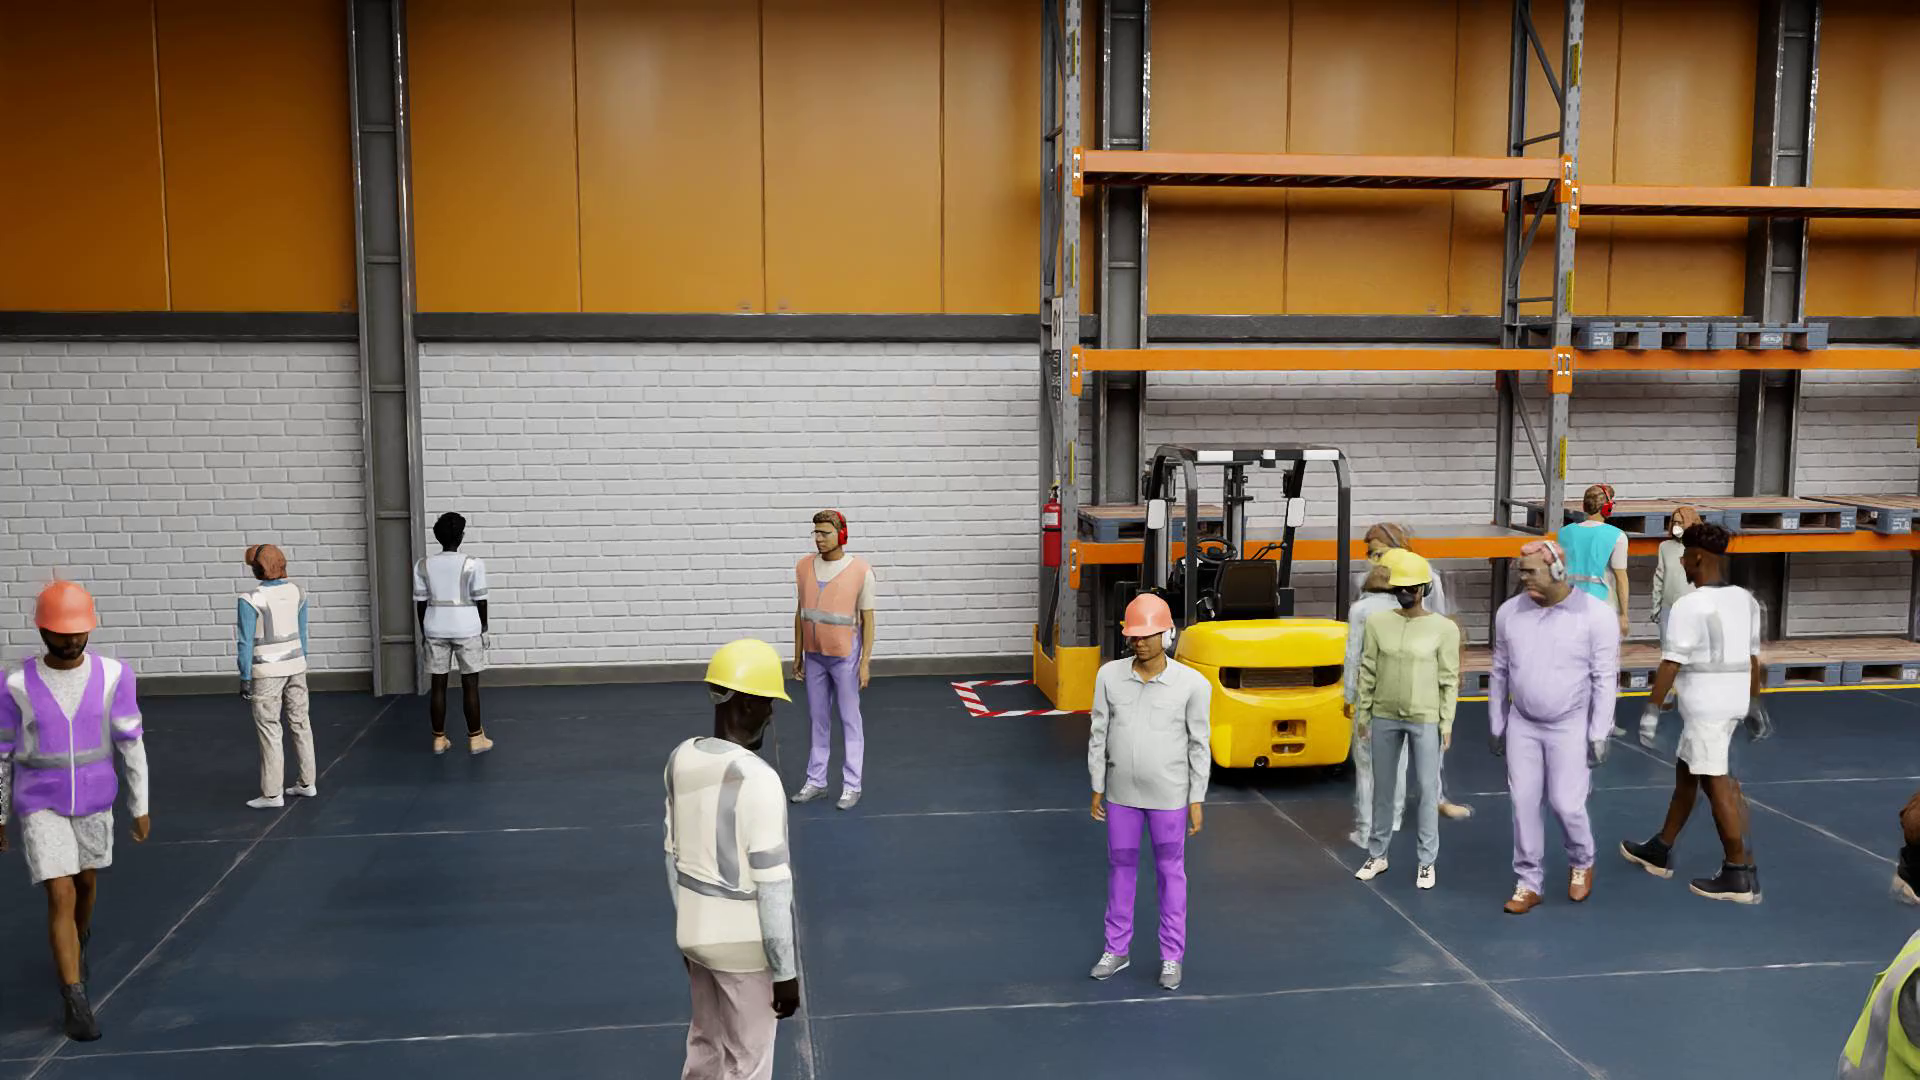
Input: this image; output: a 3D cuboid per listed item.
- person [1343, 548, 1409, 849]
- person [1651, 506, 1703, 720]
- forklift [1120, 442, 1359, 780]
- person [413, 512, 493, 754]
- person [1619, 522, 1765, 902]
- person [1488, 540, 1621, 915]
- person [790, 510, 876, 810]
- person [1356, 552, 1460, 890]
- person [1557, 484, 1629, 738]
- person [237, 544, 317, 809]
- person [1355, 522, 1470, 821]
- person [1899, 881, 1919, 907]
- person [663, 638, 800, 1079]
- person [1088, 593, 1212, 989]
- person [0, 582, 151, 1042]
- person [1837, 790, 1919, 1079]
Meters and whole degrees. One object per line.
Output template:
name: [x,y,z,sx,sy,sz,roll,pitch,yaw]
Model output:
person: [2.393,0.884,9.547,0.499,1.714,0.481,-2,7,-18]
person: [5.528,0.553,12.746,0.280,1.633,0.503,-4,8,-33]
forklift: [1.912,0.418,11.496,1.214,2.155,2.313,-1,7,-8]
person: [-3.530,0.652,11.596,0.530,1.697,0.321,1,7,5]
person: [3.812,0.869,8.708,0.766,1.910,0.904,-5,8,-35]
person: [2.961,0.934,8.365,0.672,1.876,0.506,6,9,43]
person: [-0.778,0.729,10.288,0.563,1.844,0.389,4,7,28]
person: [2.351,0.941,8.762,0.525,1.771,0.305,4,8,30]
person: [4.605,0.517,12.132,0.389,1.848,0.563,-5,8,-36]
person: [-4.237,0.836,10.298,0.318,1.630,0.513,3,7,23]
person: [2.709,0.796,9.905,0.712,1.810,0.384,2,7,19]
person: [5.112,0.928,8.004,0.636,1.982,1.068,-4,8,-32]
person: [-0.700,1.267,5.267,0.390,1.917,0.585,-5,9,-40]
person: [0.827,1.105,7.395,0.559,1.751,0.326,3,7,23]
person: [-3.812,1.092,7.110,0.567,1.890,0.979,-5,8,-39]
person: [2.252,1.469,3.828,0.429,1.841,0.634,5,8,40]
